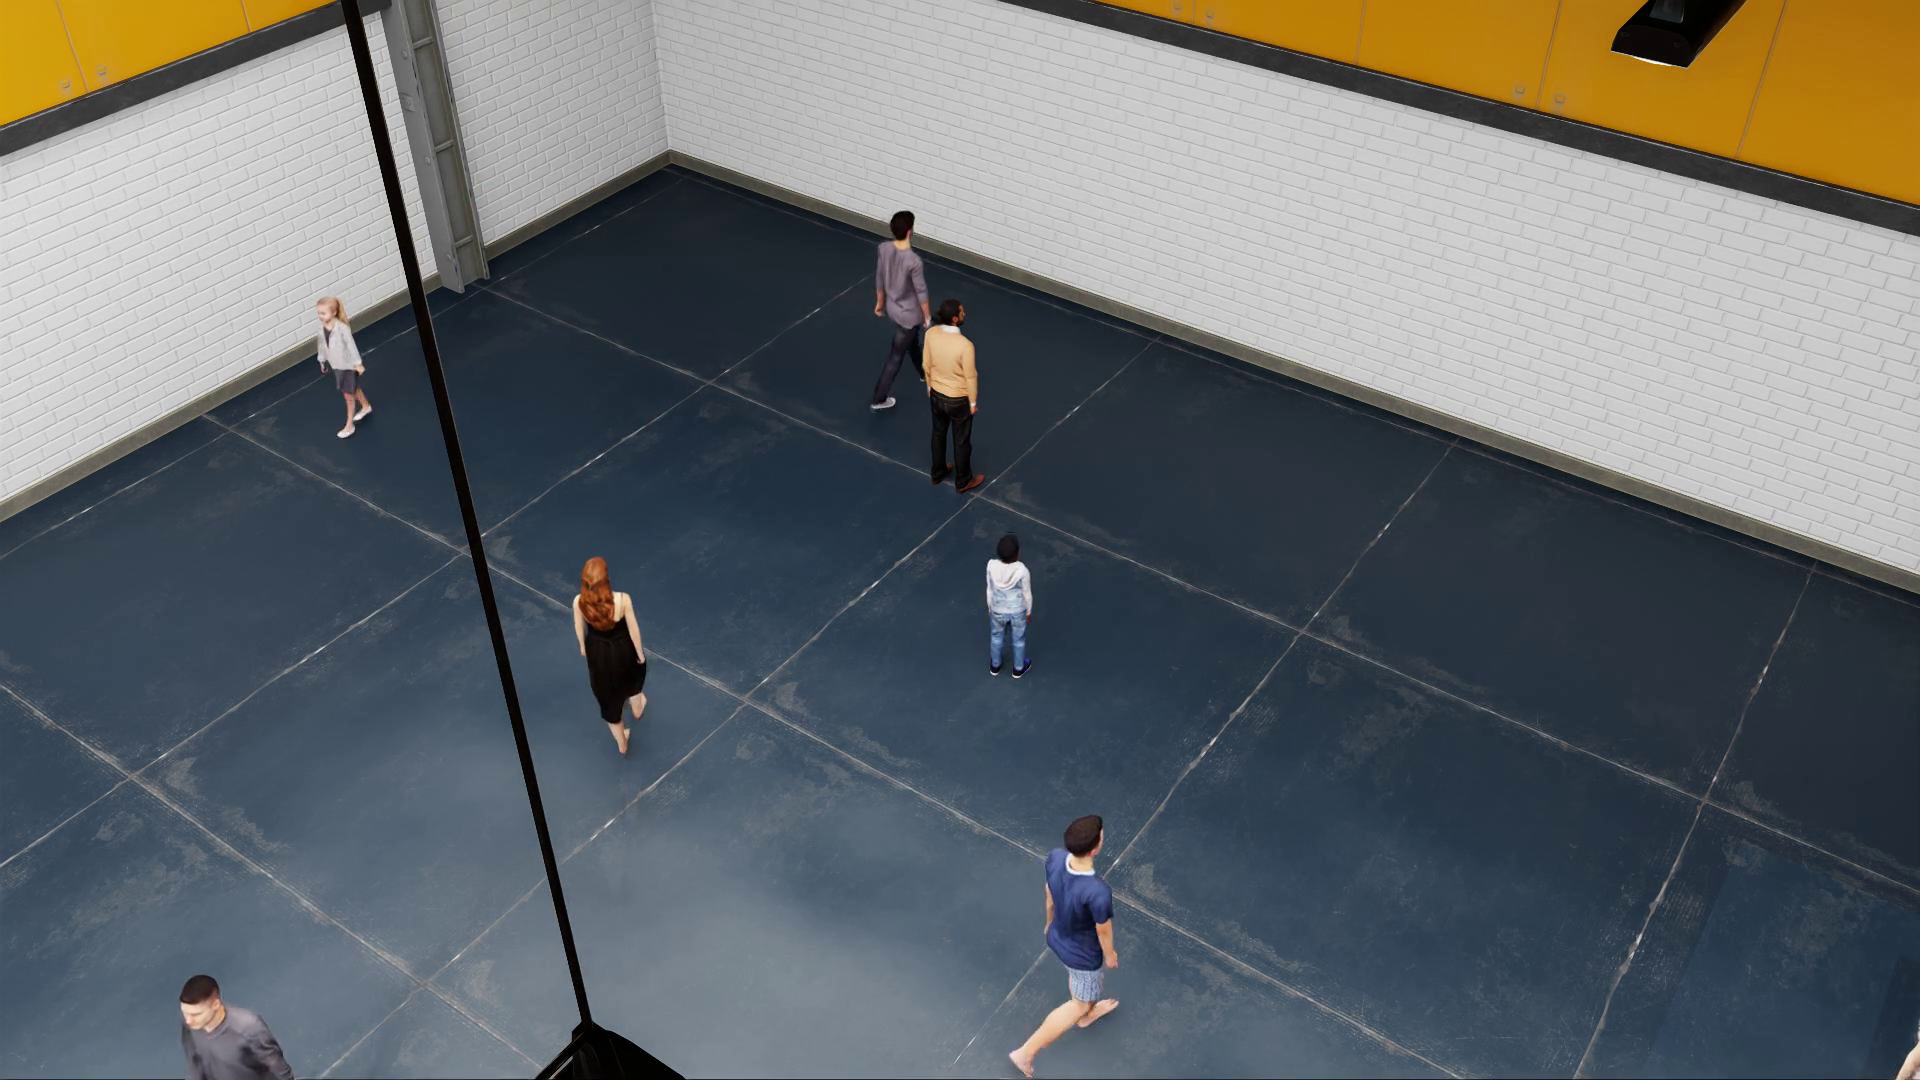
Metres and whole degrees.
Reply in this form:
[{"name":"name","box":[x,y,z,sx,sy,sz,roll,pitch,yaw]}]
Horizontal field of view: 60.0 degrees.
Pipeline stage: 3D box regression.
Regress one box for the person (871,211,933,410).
[{"name":"person","box":[-0.551,-1.965,14.522,1.245,1.807,0.872,-31,48,-32]}]

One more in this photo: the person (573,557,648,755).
[{"name":"person","box":[-2.352,0.824,11.188,0.842,1.610,0.912,-4,39,-5]}]

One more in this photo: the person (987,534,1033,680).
[{"name":"person","box":[0.343,0.471,11.910,0.541,1.261,0.567,10,40,12]}]

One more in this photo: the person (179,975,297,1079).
[{"name":"person","box":[-3.656,2.763,8.661,0.841,1.735,1.046,9,40,12]}]

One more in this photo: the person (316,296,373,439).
[{"name":"person","box":[-5.327,-1.571,14.471,0.602,1.255,0.786,16,41,19]}]

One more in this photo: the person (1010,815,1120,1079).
[{"name":"person","box":[0.599,2.271,9.204,1.163,1.825,0.887,-23,44,-26]}]

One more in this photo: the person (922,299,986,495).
[{"name":"person","box":[-0.074,-1.175,13.578,0.649,1.752,0.583,25,45,28]}]
